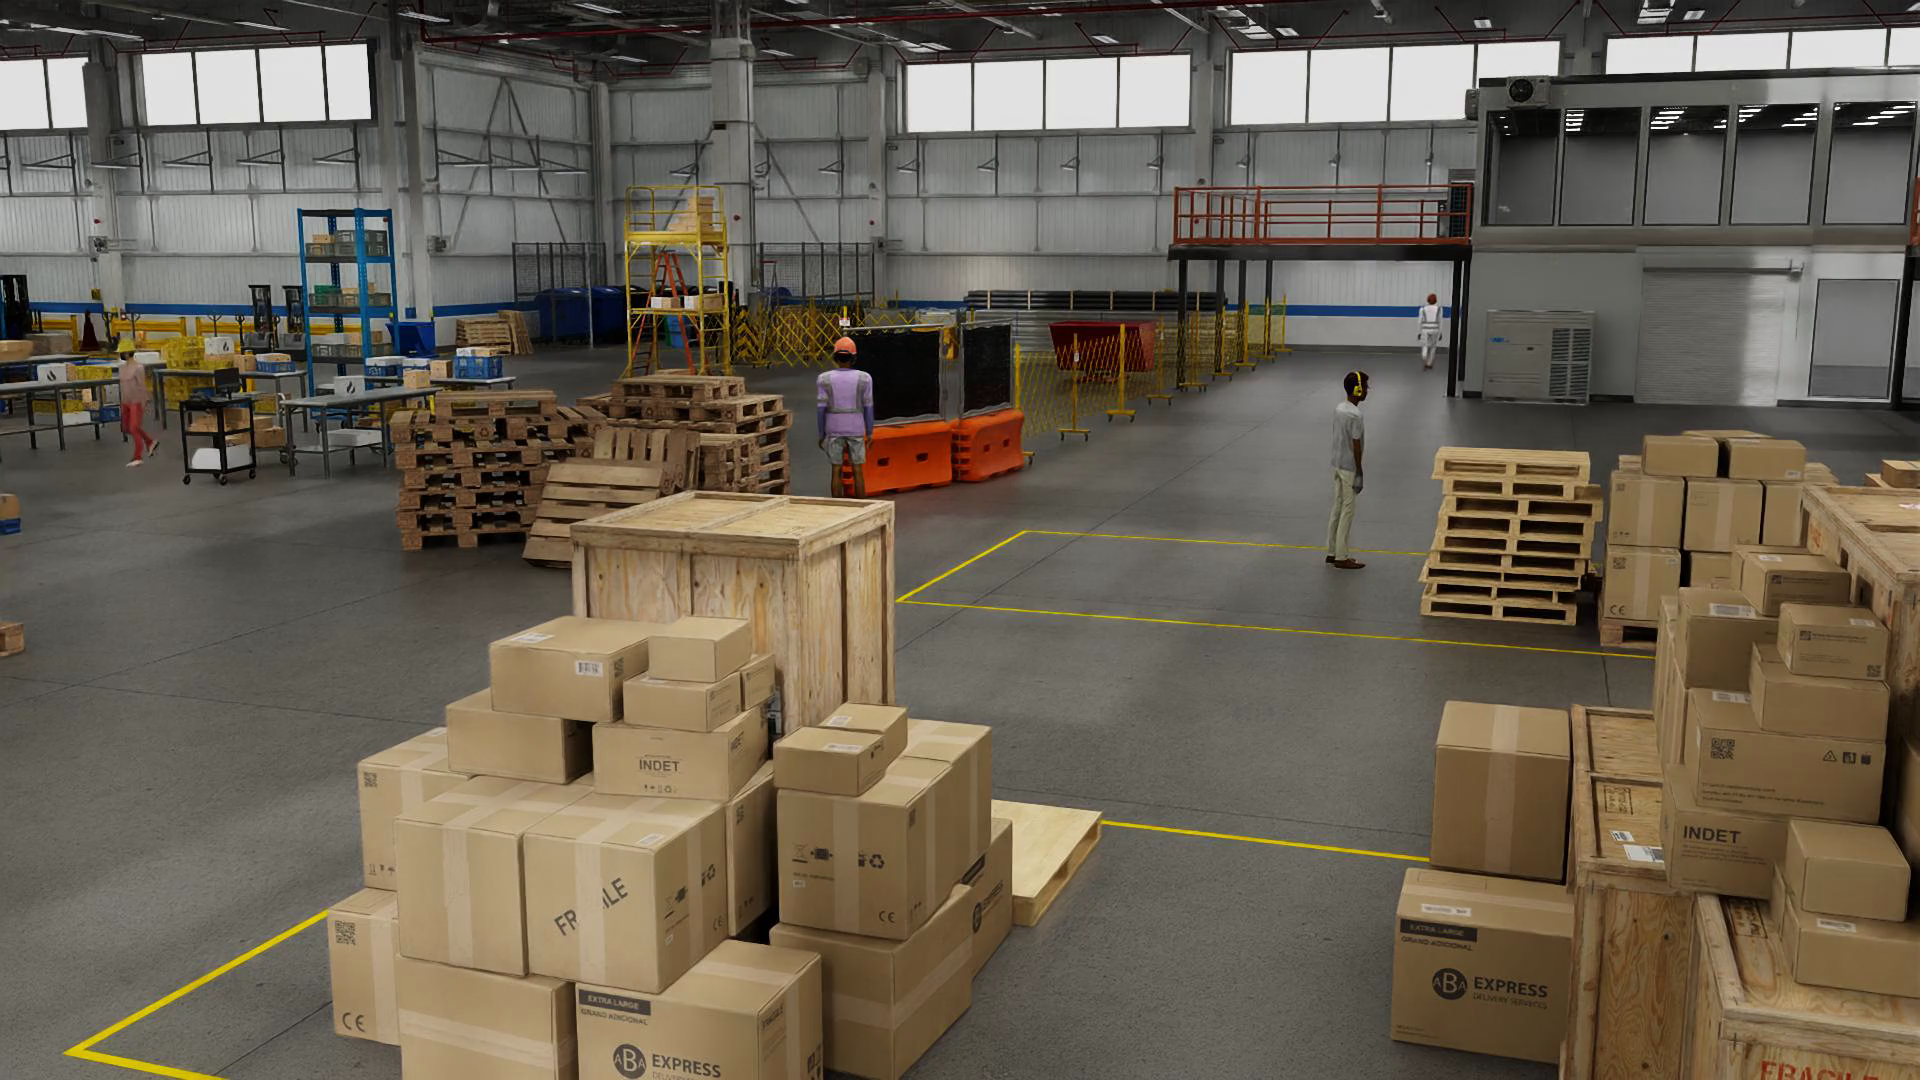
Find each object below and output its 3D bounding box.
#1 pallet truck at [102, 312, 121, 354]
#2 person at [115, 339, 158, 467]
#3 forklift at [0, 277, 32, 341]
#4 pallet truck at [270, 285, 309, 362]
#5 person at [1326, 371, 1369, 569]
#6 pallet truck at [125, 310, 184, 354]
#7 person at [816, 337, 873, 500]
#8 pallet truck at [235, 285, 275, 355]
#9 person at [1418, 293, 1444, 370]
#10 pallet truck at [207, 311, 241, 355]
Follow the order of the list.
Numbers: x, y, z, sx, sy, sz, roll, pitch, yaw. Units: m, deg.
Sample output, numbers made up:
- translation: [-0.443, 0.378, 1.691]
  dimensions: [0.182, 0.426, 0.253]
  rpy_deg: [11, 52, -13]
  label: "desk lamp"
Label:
- translation: [-23.057, -5.777, 46.261]
  dimensions: [0.680, 1.201, 1.601]
  rpy_deg: [3, 11, 19]
  label: "pallet truck"
- translation: [-11.370, -1.900, 22.966]
  dimensions: [0.528, 1.755, 0.534]
  rpy_deg: [5, 11, 28]
  label: "person"
- translation: [-27.151, -6.329, 46.328]
  dimensions: [1.157, 1.987, 2.680]
  rpy_deg: [3, 11, 17]
  label: "forklift"
- translation: [-17.147, -5.700, 43.663]
  dimensions: [0.823, 1.965, 1.885]
  rpy_deg: [3, 11, 17]
  label: "pallet truck"
- translation: [3.660, -0.654, 15.652]
  dimensions: [0.328, 1.861, 0.501]
  rpy_deg: [-2, 10, -13]
  label: "person"
- translation: [-22.038, -5.665, 45.457]
  dimensions: [0.704, 1.261, 1.522]
  rpy_deg: [3, 11, 17]
  label: "pallet truck"
- translation: [-1.247, -1.177, 18.062]
  dimensions: [0.609, 2.044, 0.397]
  rpy_deg: [0, 10, -3]
  label: "person"
- translation: [-18.327, -5.835, 44.421]
  dimensions: [0.823, 1.965, 1.885]
  rpy_deg: [4, 11, 23]
  label: "pallet truck"
- translation: [11.442, -5.061, 40.428]
  dimensions: [0.580, 1.868, 0.511]
  rpy_deg: [3, 11, 18]
  label: "person"
- translation: [-19.537, -5.575, 44.913]
  dimensions: [0.653, 1.274, 1.630]
  rpy_deg: [3, 11, 19]
  label: "pallet truck"
